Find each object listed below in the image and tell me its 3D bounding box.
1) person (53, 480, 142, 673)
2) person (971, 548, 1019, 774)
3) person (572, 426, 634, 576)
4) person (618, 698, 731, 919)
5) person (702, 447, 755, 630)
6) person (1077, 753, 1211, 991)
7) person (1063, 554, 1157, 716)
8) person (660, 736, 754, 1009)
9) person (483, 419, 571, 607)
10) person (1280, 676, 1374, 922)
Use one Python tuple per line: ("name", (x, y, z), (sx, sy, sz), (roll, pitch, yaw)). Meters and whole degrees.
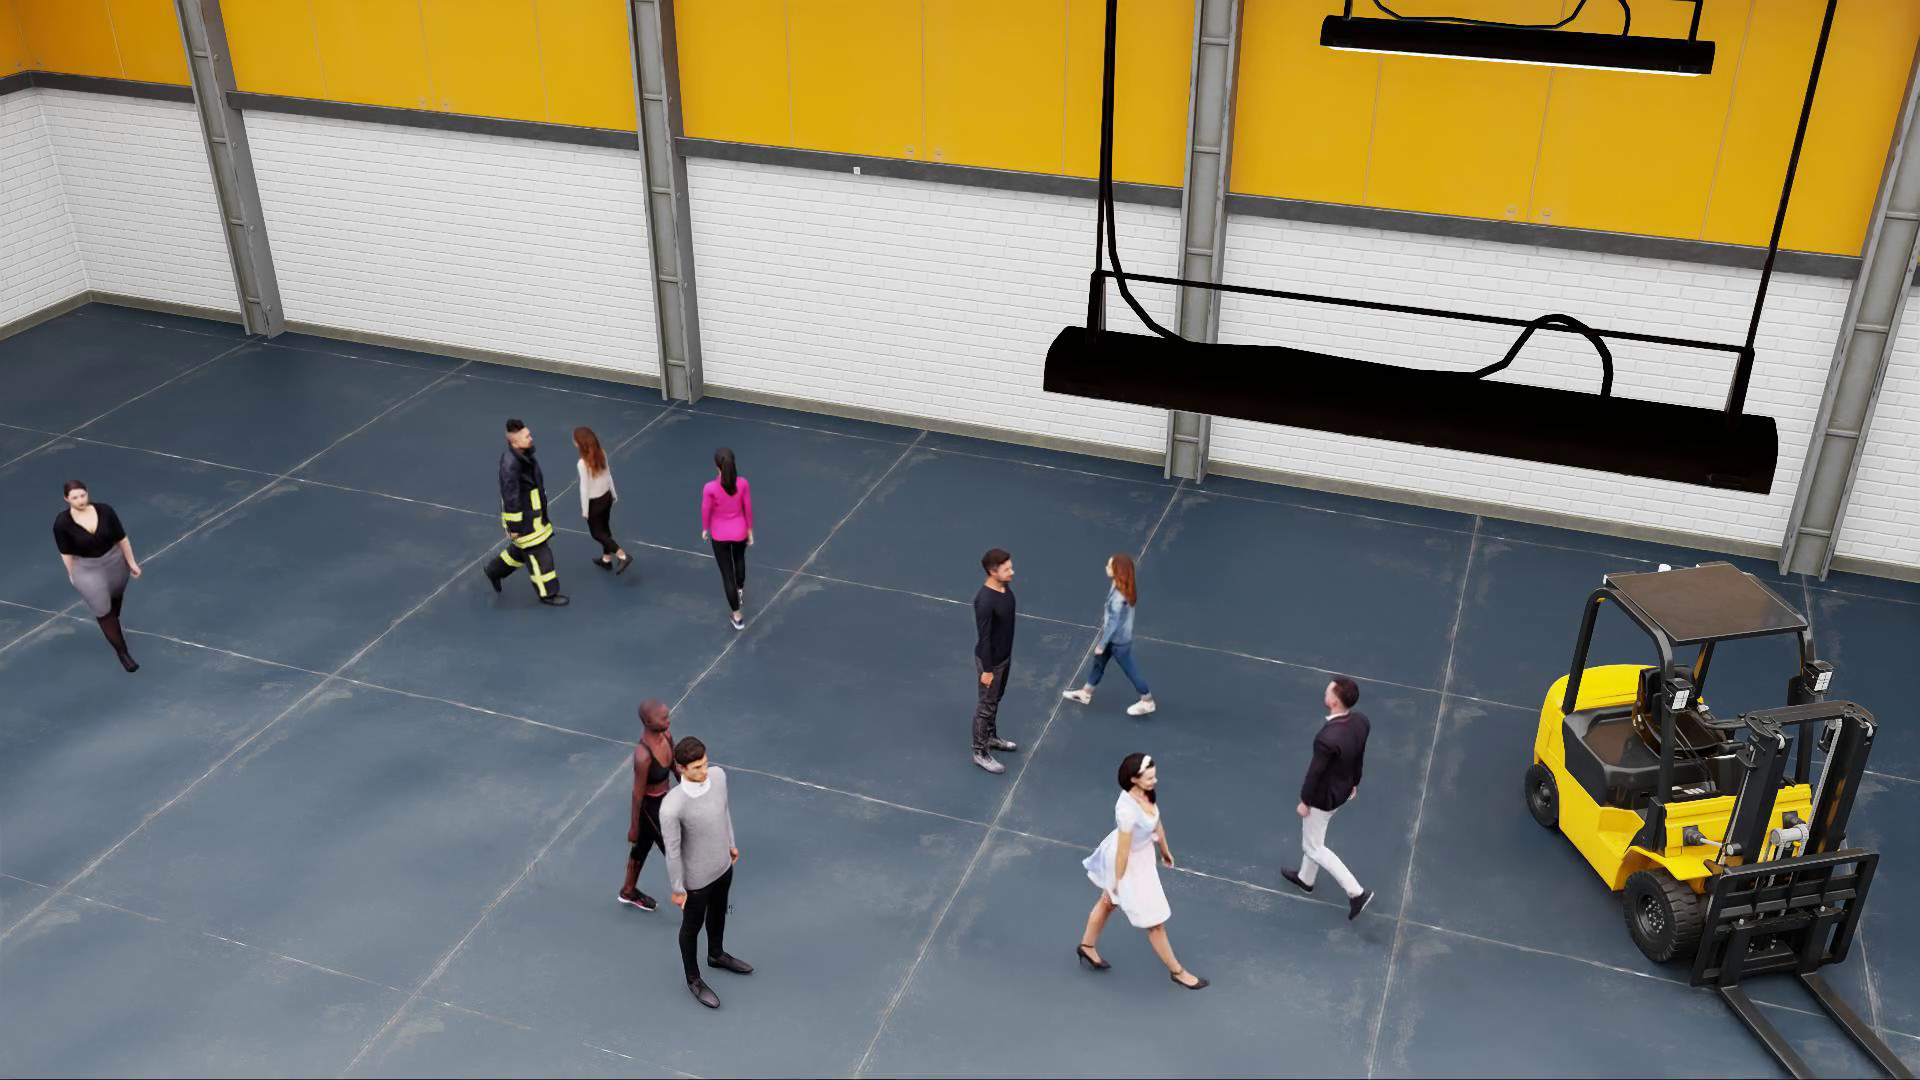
("person", (-7.347, 0.245, 14.168), (1.188, 1.713, 0.953), (25, 37, 38))
("person", (0.255, 0.894, 12.817), (0.515, 1.868, 0.635), (10, 30, 17))
("person", (-3.322, -0.349, 15.520), (0.830, 1.462, 0.643), (13, 31, 23))
("person", (-2.171, 1.810, 11.289), (1.110, 1.724, 0.703), (6, 29, 10))
("person", (-2.004, 0.012, 14.631), (0.896, 1.679, 0.963), (-14, 31, -23))
("person", (1.002, 2.107, 10.691), (1.132, 1.775, 0.681), (8, 30, 15))
("person", (1.355, 0.802, 13.434), (1.059, 1.439, 0.768), (1, 29, 3))
("person", (-1.646, 2.064, 10.616), (0.698, 1.922, 0.799), (17, 33, 28))
("person", (-3.996, -0.250, 14.943), (1.151, 1.840, 0.969), (0, 29, 0))
("person", (2.555, 1.774, 11.252), (0.924, 1.821, 1.125), (-26, 38, -38))
